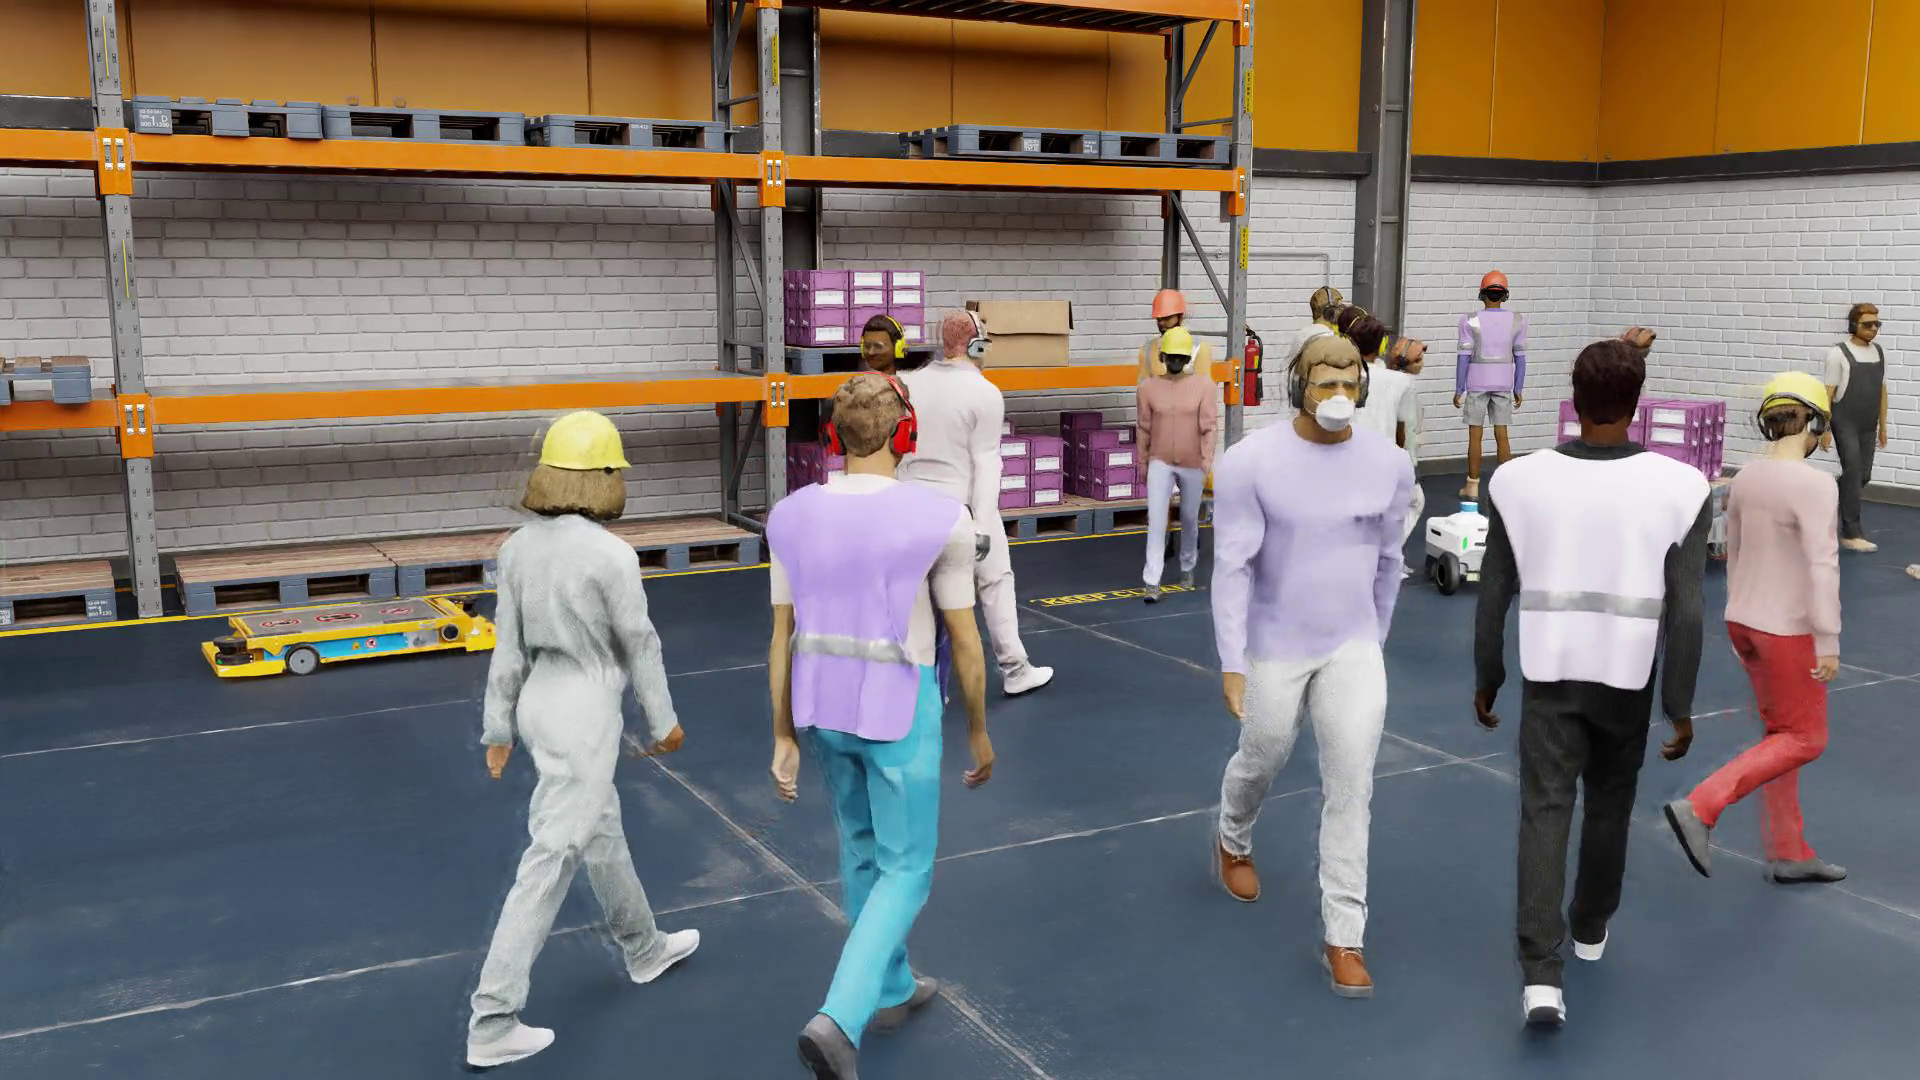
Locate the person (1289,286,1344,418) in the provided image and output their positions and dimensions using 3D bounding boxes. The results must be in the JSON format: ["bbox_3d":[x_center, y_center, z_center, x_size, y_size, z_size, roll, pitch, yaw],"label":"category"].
[{"bbox_3d":[2.544,-0.813,11.740,0.372,1.940,0.627,-3,10,-17],"label":"person"}]

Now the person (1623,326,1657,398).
[{"bbox_3d":[5.214,-0.854,12.955,0.373,1.622,0.544,4,10,25],"label":"person"}]

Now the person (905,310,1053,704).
[{"bbox_3d":[0.055,-0.139,7.871,0.644,1.868,0.927,8,12,39],"label":"person"}]

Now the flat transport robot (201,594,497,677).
[{"bbox_3d":[-3.222,0.493,8.850,1.431,0.197,0.652,-6,11,-31],"label":"flat transport robot"}]

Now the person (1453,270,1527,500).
[{"bbox_3d":[4.705,-1.370,14.817,0.616,2.041,0.378,0,9,1],"label":"person"}]

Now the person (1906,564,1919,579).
[{"bbox_3d":[6.787,-0.621,10.643,0.671,1.936,1.049,-8,12,-40],"label":"person"}]

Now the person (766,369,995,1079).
[{"bbox_3d":[-0.245,0.480,4.231,0.568,1.820,0.812,4,10,24],"label":"person"}]

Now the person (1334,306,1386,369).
[{"bbox_3d":[2.487,-0.579,10.687,0.530,1.814,0.959,6,11,32],"label":"person"}]

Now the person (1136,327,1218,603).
[{"bbox_3d":[1.359,-0.482,10.449,0.520,1.714,0.949,2,9,10],"label":"person"}]

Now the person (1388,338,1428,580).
[{"bbox_3d":[2.929,-0.518,10.914,0.447,1.609,0.548,0,9,3],"label":"person"}]

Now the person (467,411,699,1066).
[{"bbox_3d":[-1.029,0.501,4.480,0.472,1.688,0.884,8,12,40],"label":"person"}]

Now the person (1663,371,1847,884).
[{"bbox_3d":[2.683,0.301,5.576,0.598,1.722,0.577,-1,9,-4],"label":"person"}]

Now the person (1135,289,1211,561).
[{"bbox_3d":[1.489,-0.797,11.695,0.572,1.918,0.429,5,11,29],"label":"person"}]

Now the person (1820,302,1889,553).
[{"bbox_3d":[6.574,-0.848,12.323,0.524,1.822,0.760,-2,10,-14],"label":"person"}]

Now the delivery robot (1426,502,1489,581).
[{"bbox_3d":[3.272,-0.001,10.717,0.477,0.478,0.707,-1,9,-4],"label":"delivery robot"}]

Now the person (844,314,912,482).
[{"bbox_3d":[-0.341,-0.249,8.624,0.528,1.849,0.781,5,10,26],"label":"person"}]

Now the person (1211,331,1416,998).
[{"bbox_3d":[1.040,0.306,5.076,0.633,1.903,0.989,-1,9,-5],"label":"person"}]

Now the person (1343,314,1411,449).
[{"bbox_3d":[2.233,-0.337,9.235,0.484,1.811,0.962,1,9,5],"label":"person"}]

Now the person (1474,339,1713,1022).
[{"bbox_3d":[1.746,0.380,4.659,0.602,1.883,0.966,4,10,21],"label":"person"}]
